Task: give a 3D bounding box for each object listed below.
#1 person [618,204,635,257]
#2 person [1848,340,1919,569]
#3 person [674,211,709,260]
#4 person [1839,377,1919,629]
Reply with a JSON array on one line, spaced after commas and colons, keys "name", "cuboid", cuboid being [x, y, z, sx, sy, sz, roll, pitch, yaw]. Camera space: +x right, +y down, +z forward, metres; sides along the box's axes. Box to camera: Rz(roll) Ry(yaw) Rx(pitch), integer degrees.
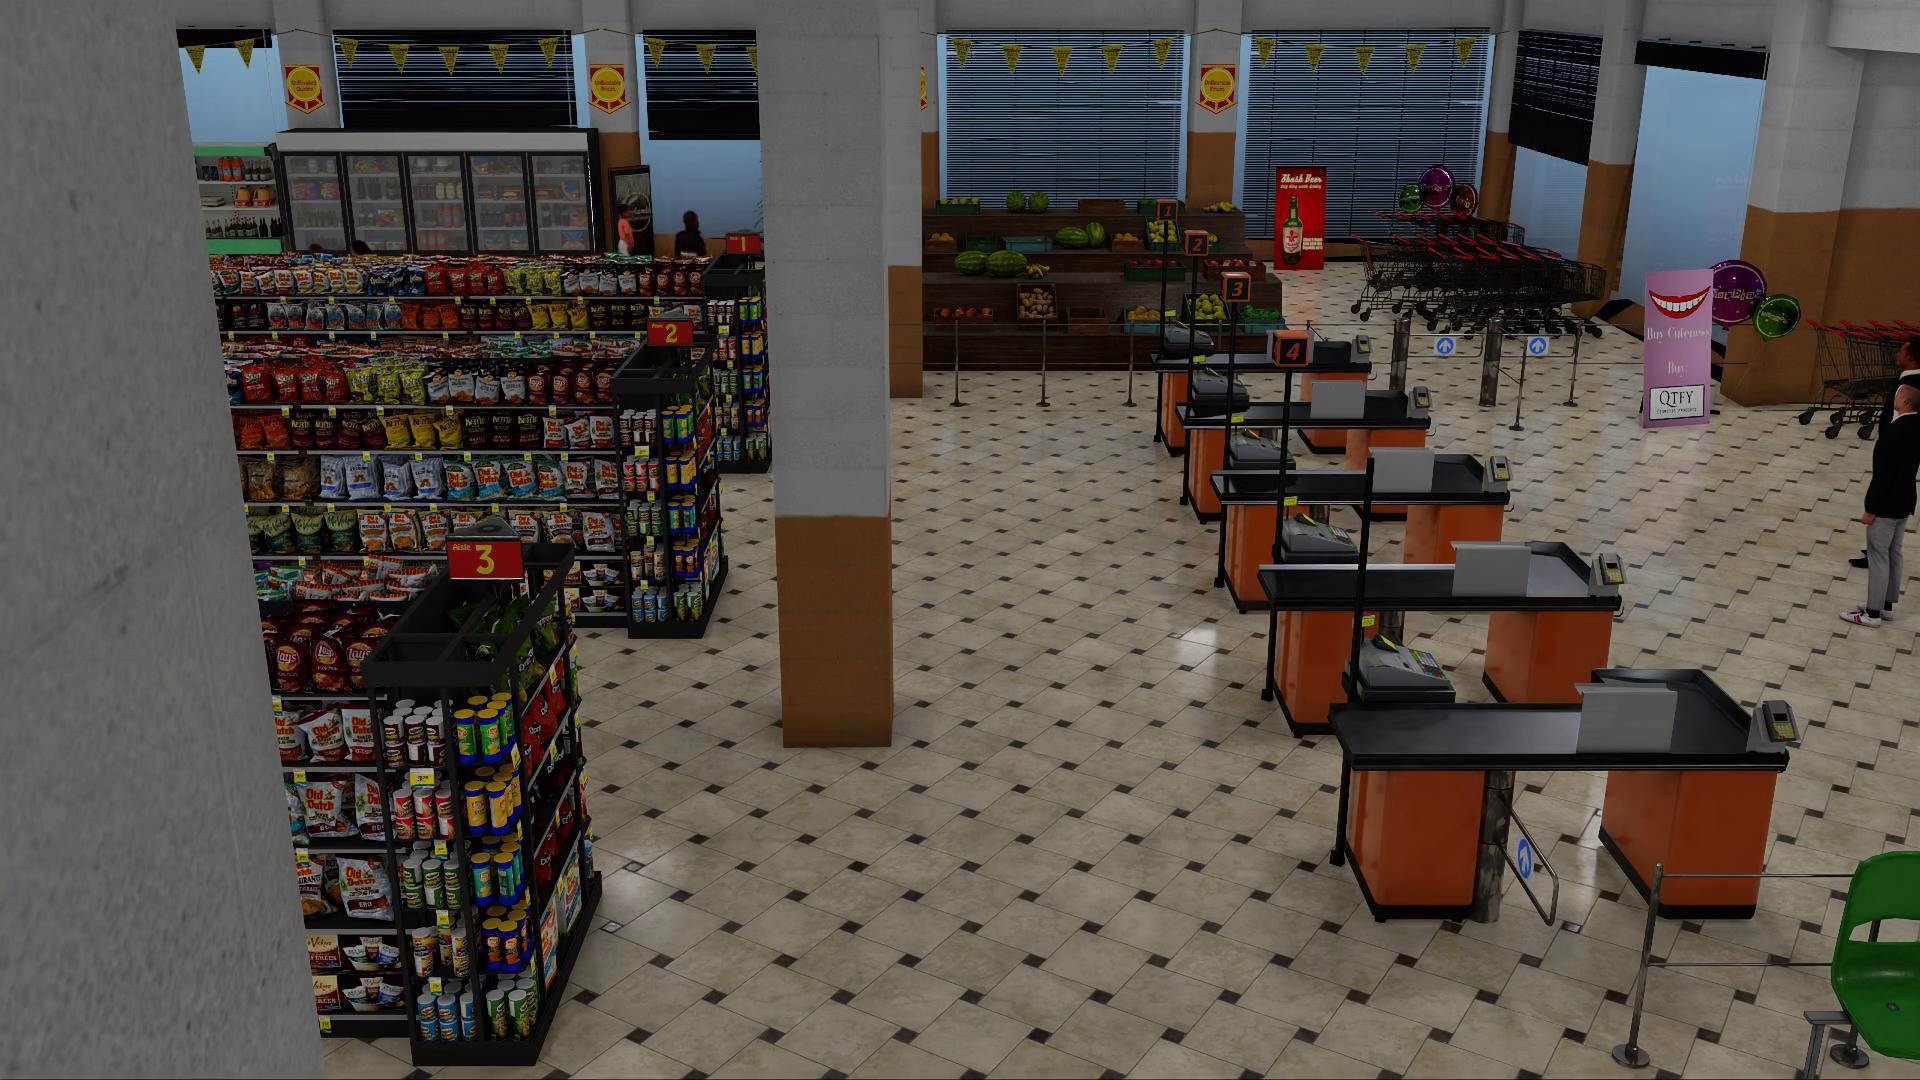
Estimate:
[{"name": "person", "cuboid": [-5.341, -4.694, 26.517, 0.576, 1.310, 0.560, -9, 21, -25]}, {"name": "person", "cuboid": [7.748, -0.701, 13.721, 0.827, 1.919, 0.769, 17, 25, 42]}, {"name": "person", "cuboid": [-3.595, -3.388, 21.901, 1.229, 1.784, 1.270, 17, 25, 40]}, {"name": "person", "cuboid": [7.014, -0.308, 12.505, 0.761, 1.950, 0.859, -14, 23, -35]}]
